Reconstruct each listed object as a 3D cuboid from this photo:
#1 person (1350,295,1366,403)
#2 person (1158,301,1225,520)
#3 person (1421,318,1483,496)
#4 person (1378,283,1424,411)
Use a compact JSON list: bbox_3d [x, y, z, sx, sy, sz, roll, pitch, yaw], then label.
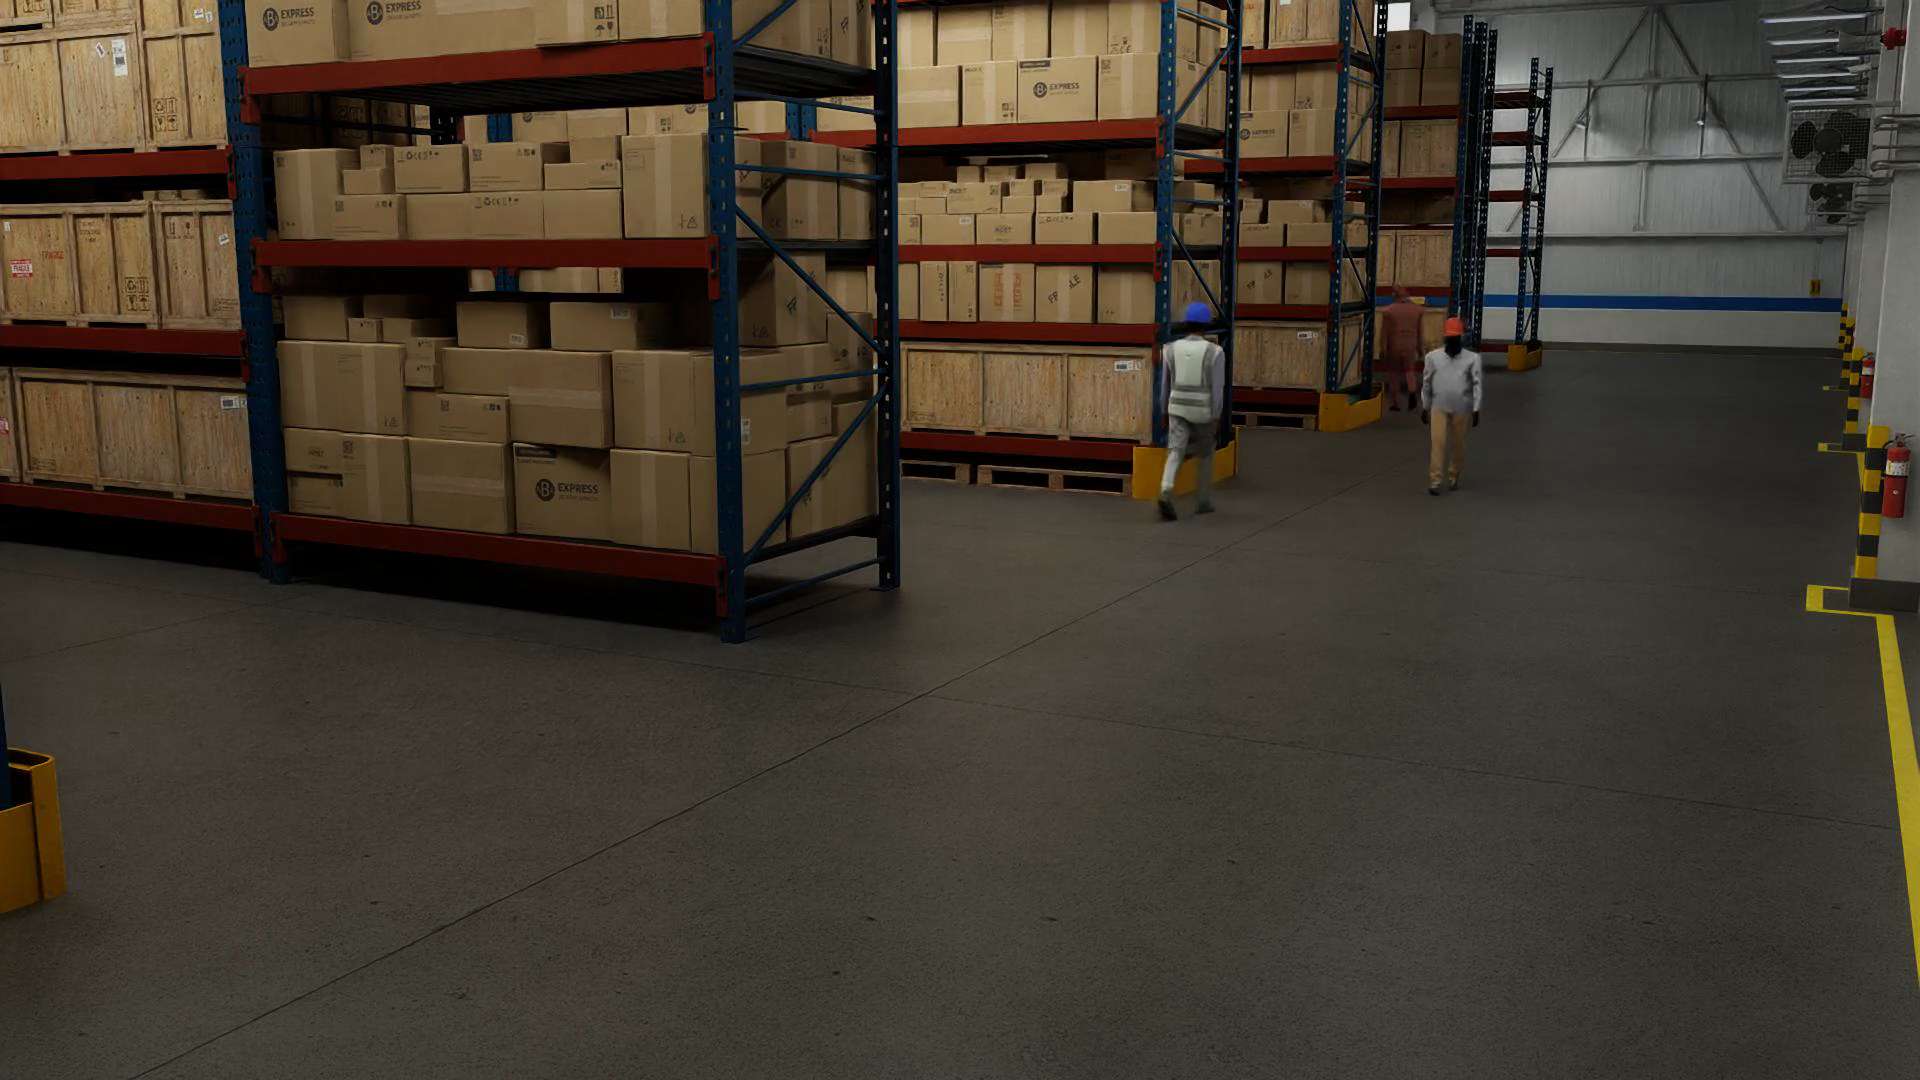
[{"bbox_3d":[5.676,-2.709,24.258,0.767,1.739,0.525,7,12,34],"label":"person"},{"bbox_3d":[2.016,-1.134,14.613,0.613,1.915,0.912,5,11,29],"label":"person"},{"bbox_3d":[4.757,-1.290,16.106,0.585,1.700,0.892,4,11,22],"label":"person"},{"bbox_3d":[6.482,-2.836,24.552,0.666,1.884,0.422,-1,10,-5],"label":"person"}]
